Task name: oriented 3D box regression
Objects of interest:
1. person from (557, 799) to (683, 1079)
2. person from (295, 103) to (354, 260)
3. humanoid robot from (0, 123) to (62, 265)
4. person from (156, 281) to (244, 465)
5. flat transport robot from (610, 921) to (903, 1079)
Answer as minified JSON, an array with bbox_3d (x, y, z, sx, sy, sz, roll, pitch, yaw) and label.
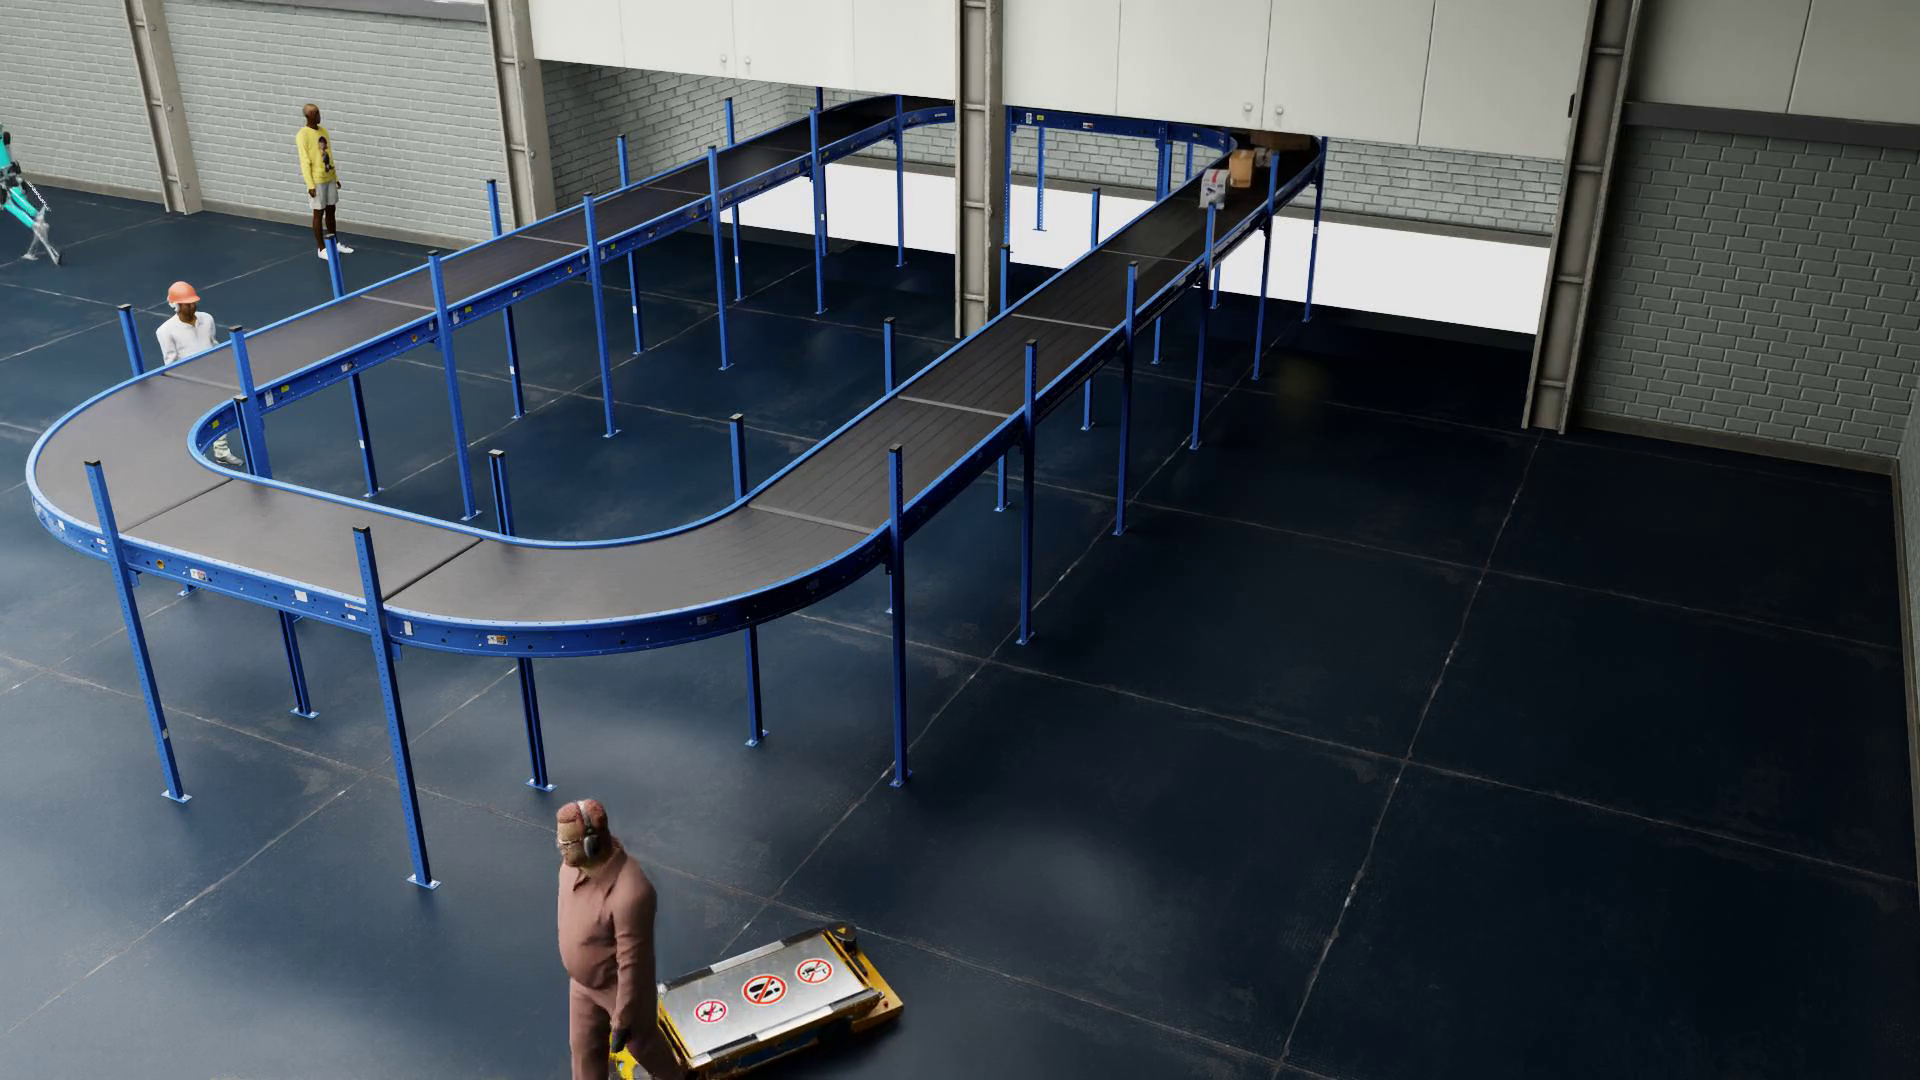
[{"bbox_3d":[-1.615,2.016,7.616,0.694,1.873,0.728,23,35,39],"label":"person"},{"bbox_3d":[-7.909,-4.442,20.594,0.377,1.899,0.544,8,28,16],"label":"person"},{"bbox_3d":[-11.448,-4.200,20.374,0.833,1.855,0.557,8,27,15],"label":"humanoid robot"},{"bbox_3d":[-6.716,-1.428,14.678,0.320,1.755,0.562,13,29,24],"label":"person"},{"bbox_3d":[-1.073,2.435,8.569,1.431,0.231,0.659,-15,30,-27],"label":"flat transport robot"}]
